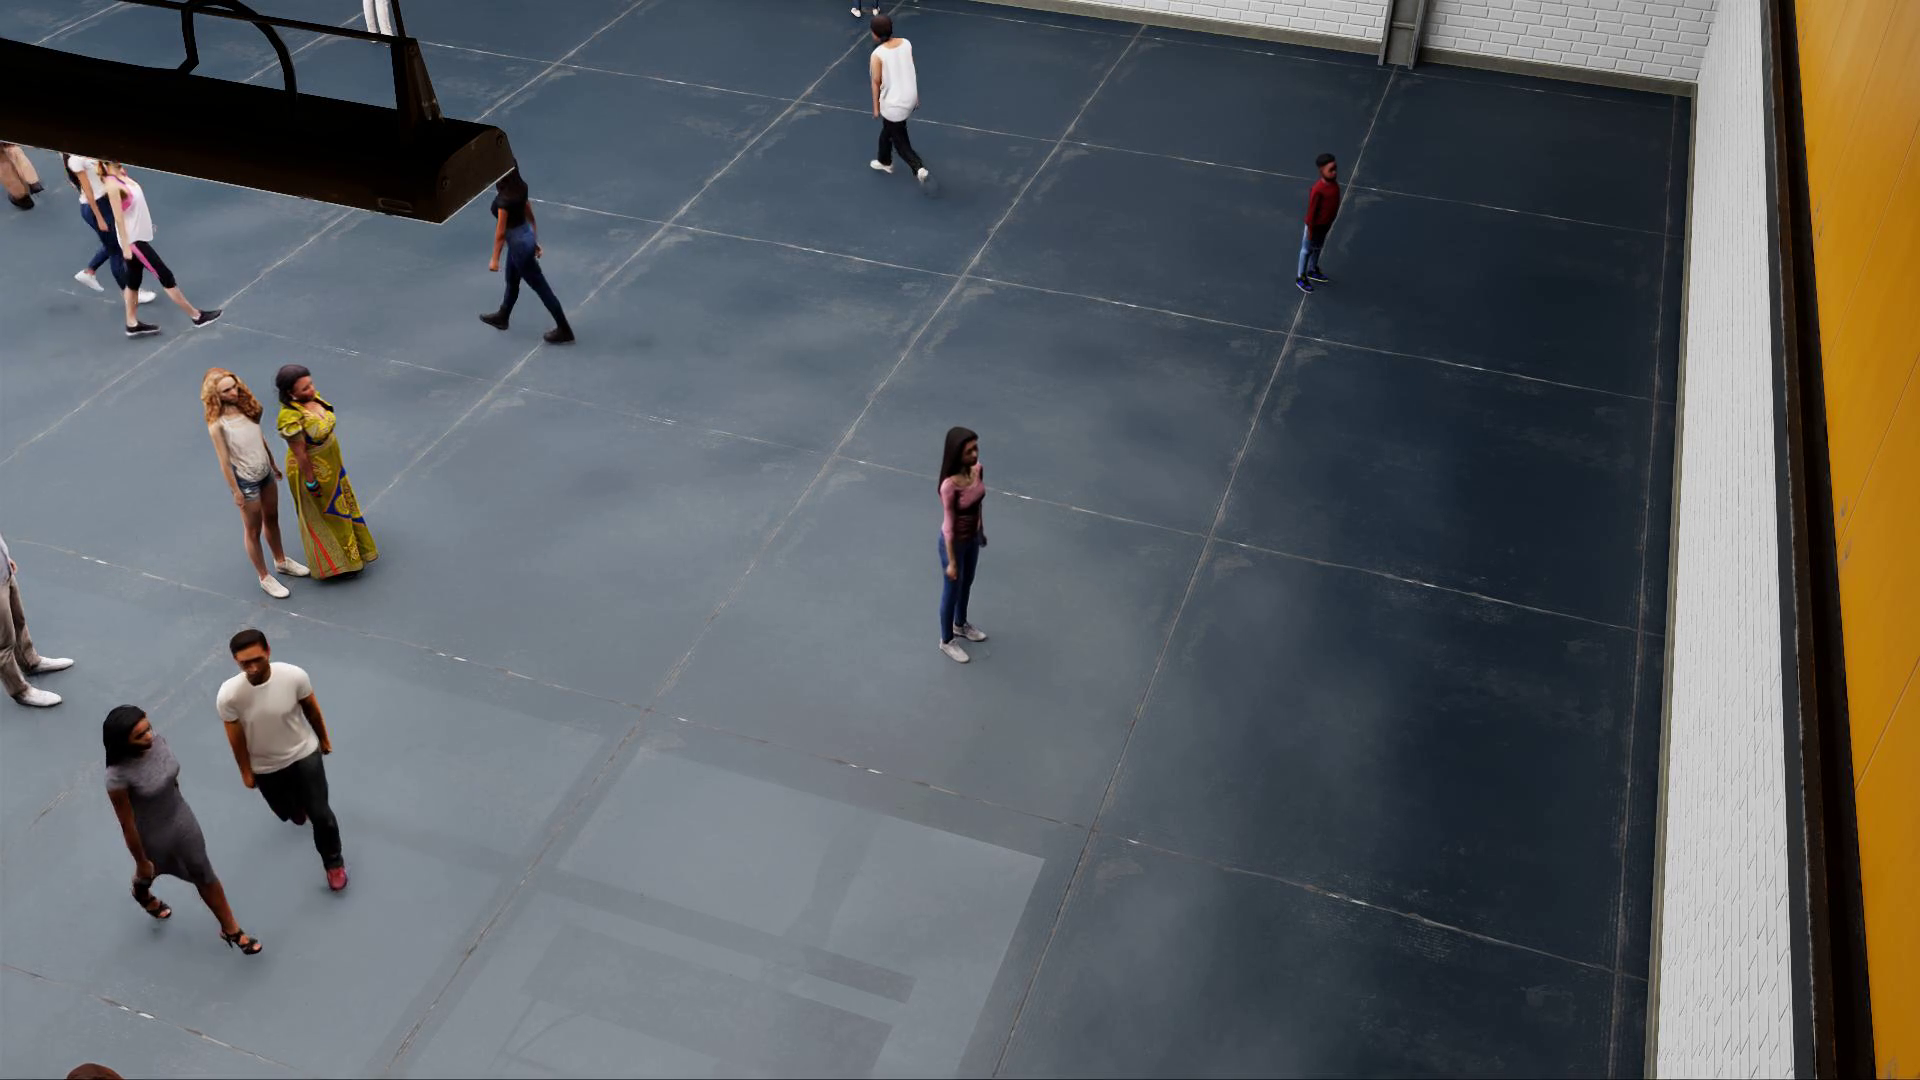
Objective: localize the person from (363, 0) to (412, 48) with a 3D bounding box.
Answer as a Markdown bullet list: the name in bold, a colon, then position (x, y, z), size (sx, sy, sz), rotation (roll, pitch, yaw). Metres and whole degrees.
- **person**: position (-6.707, -6.531, 18.866), size (0.646, 1.804, 0.786), rotation (26, 46, 29)

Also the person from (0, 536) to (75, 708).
- **person**: position (-6.076, 0.222, 10.364), size (0.767, 1.862, 0.767), rotation (-7, 39, -9)

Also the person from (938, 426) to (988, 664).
- **person**: position (0.006, 0.004, 10.733), size (0.583, 1.742, 0.620), rotation (23, 44, 26)

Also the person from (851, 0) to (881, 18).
- **person**: position (-1.150, -7.040, 19.565), size (0.598, 1.728, 0.712), rotation (-7, 39, -8)

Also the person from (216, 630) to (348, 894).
- **person**: position (-3.786, 1.148, 9.266), size (1.039, 1.785, 1.111), rotation (-17, 42, -20)

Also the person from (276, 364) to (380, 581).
- **person**: position (-4.415, -0.496, 11.426), size (0.946, 1.660, 0.970), rotation (-2, 39, -2)

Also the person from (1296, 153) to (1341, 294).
- **person**: position (3.162, -2.822, 14.663), size (0.584, 1.255, 0.571), rotation (30, 48, 32)

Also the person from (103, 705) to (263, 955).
- **person**: position (-4.313, 1.528, 8.835), size (1.069, 1.729, 0.649), rotation (12, 40, 14)

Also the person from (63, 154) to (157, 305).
- **person**: position (-7.457, -2.787, 14.210), size (0.955, 1.766, 0.852), rotation (-9, 40, -12)

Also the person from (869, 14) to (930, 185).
- **person**: position (-0.574, -4.208, 16.093), size (1.180, 1.636, 0.903), rotation (28, 46, 31)

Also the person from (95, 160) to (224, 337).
- **person**: position (-6.948, -2.463, 13.814), size (1.129, 1.753, 1.025), rotation (-12, 40, -14)

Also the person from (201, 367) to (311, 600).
- **person**: position (-4.799, -0.407, 11.235), size (0.496, 1.759, 0.564), rotation (13, 40, 16)

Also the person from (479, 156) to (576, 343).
- **person**: position (-3.519, -2.364, 13.733), size (1.132, 1.699, 0.737), rotation (4, 39, 5)
